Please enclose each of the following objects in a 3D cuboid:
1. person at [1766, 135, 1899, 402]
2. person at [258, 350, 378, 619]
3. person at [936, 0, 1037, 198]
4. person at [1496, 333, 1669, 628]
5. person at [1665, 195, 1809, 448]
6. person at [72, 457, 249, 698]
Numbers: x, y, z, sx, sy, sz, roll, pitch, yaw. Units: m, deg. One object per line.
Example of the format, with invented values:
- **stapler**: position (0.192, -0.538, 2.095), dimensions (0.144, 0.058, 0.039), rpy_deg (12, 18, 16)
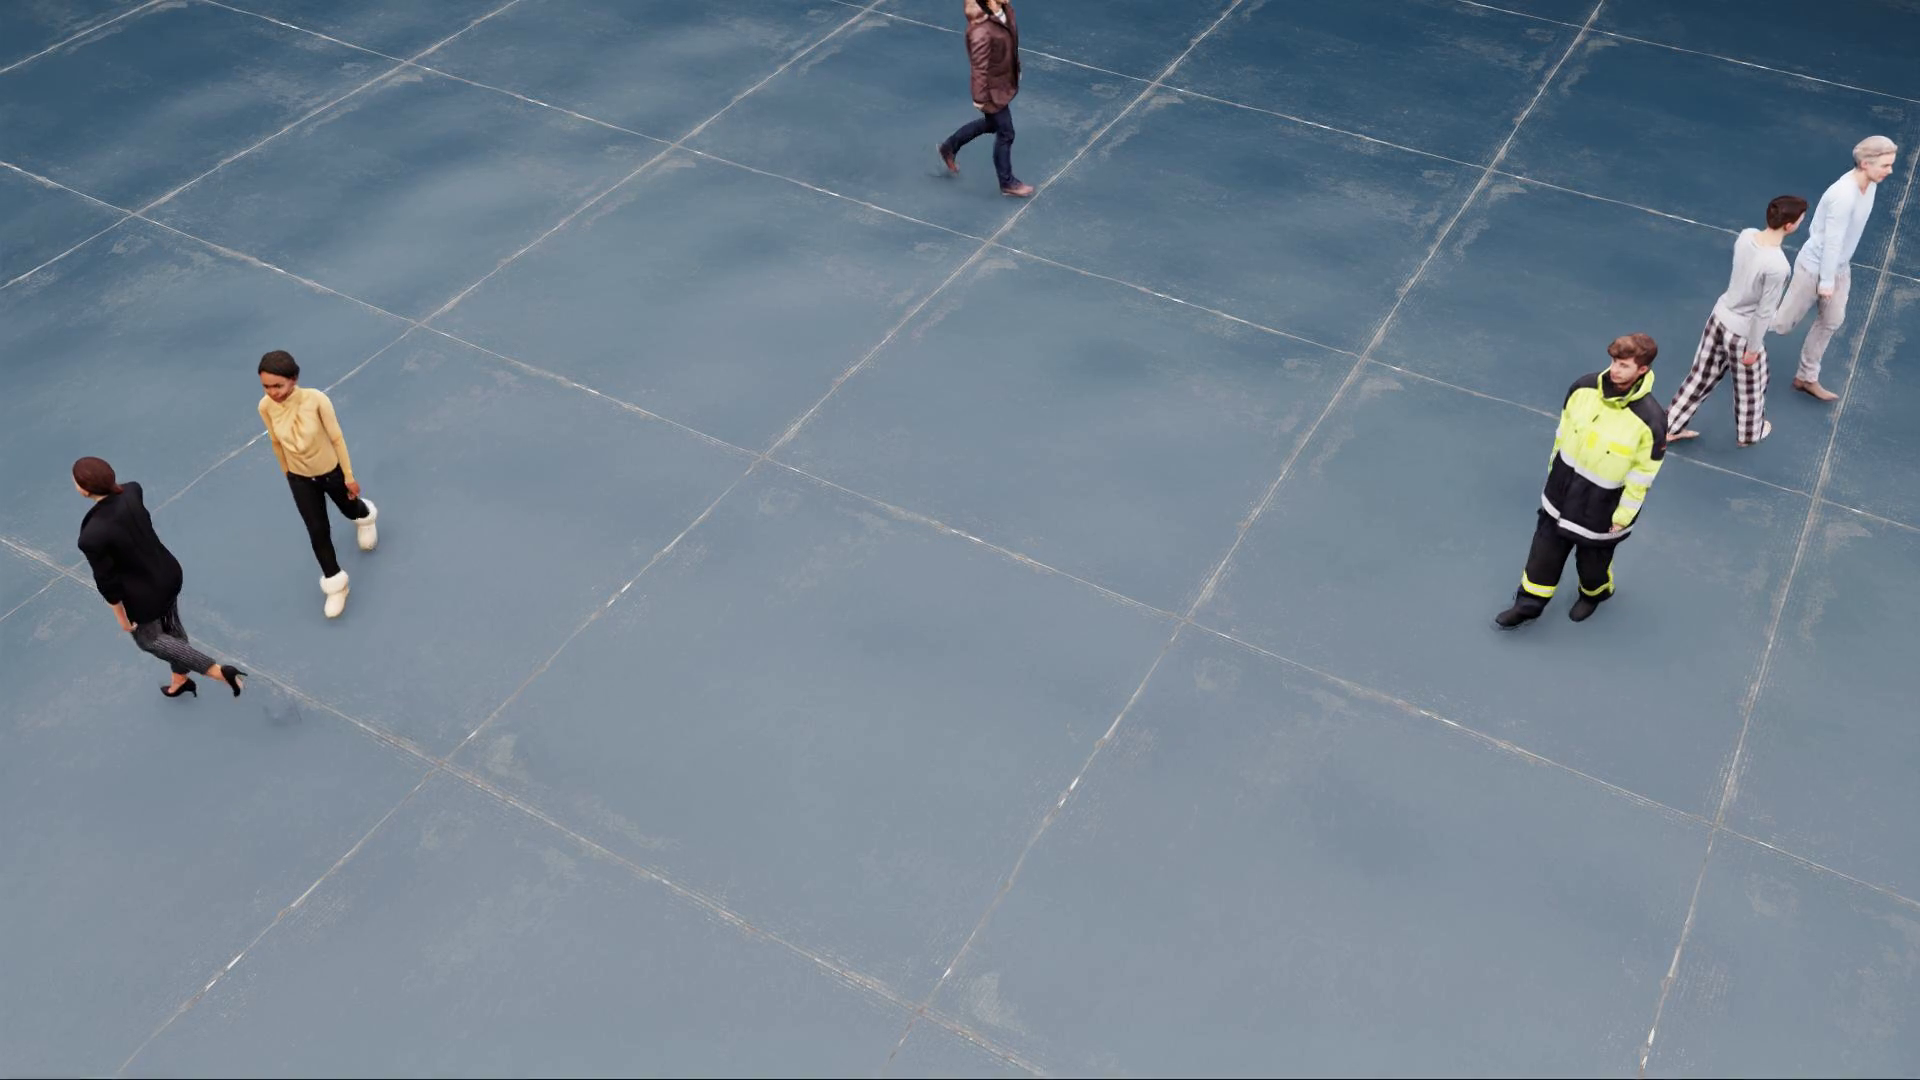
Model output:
- **person**: position (5.501, -1.787, 10.811), dimensions (1.168, 1.859, 0.984), rpy_deg (-28, 49, -27)
- **person**: position (-3.626, -0.424, 9.478), dimensions (0.999, 1.634, 1.148), rpy_deg (-4, 42, -5)
- **person**: position (0.176, -3.503, 12.727), dimensions (0.960, 1.823, 1.106), rpy_deg (12, 44, 13)
- **person**: position (3.509, -0.303, 9.092), dimensions (1.067, 1.975, 0.959), rpy_deg (-30, 50, -29)
- **person**: position (4.764, -1.321, 10.323), dimensions (1.055, 1.826, 0.997), rpy_deg (-8, 43, -8)
- **person**: position (-4.170, 0.263, 8.671), dimensions (0.855, 1.701, 0.901), rpy_deg (9, 43, 10)
